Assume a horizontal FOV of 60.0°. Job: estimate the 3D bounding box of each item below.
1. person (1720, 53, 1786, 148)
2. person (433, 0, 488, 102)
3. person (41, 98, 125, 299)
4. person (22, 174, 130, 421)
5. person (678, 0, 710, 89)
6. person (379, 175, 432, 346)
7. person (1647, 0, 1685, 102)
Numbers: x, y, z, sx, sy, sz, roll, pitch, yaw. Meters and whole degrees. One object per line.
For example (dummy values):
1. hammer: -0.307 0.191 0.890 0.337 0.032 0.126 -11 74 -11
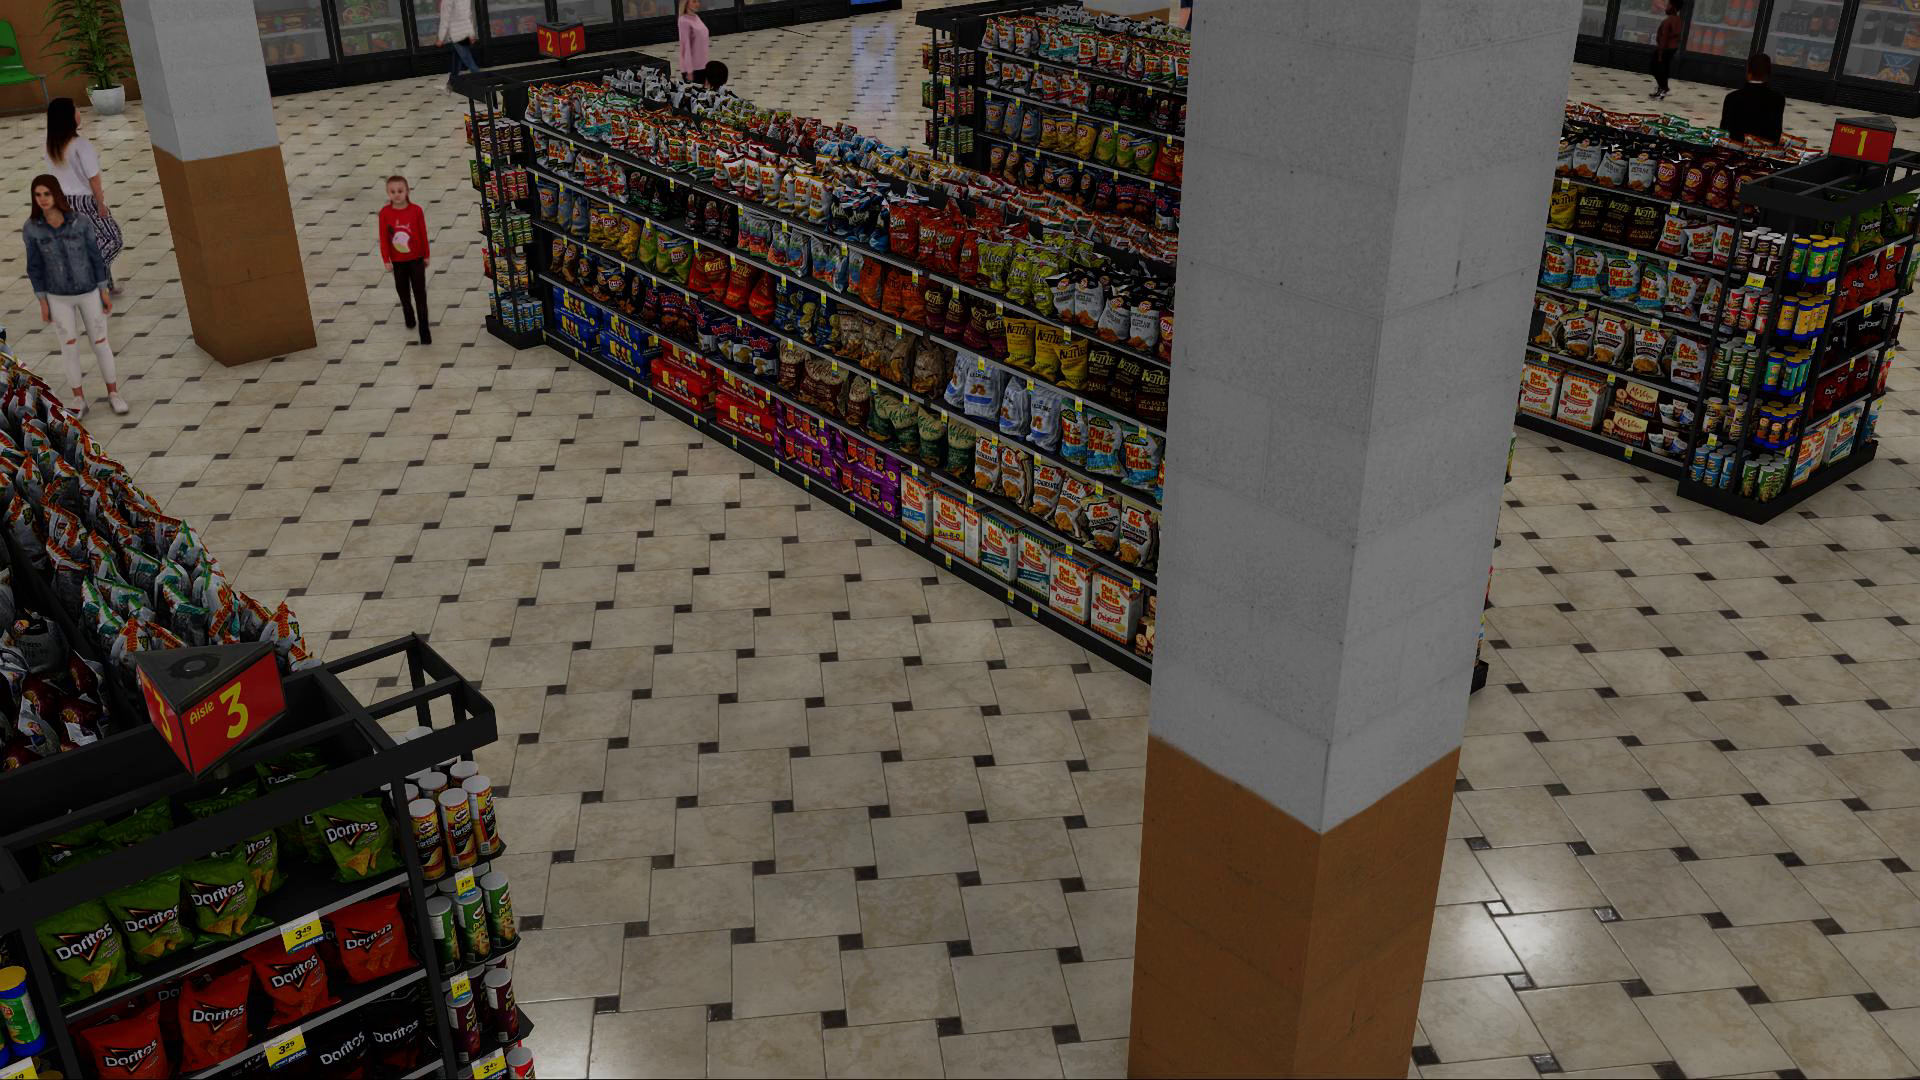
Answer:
1. person: 6.547 -3.115 13.978 0.796 1.904 0.846 1 27 3
2. person: -6.026 -6.141 20.284 1.137 1.597 1.014 6 27 11
3. person: -7.166 -2.709 13.443 0.862 1.665 0.907 11 29 21
4. person: -6.040 -1.660 11.336 0.660 1.700 0.581 -13 30 -25
5. person: -2.940 -5.177 18.285 0.715 1.686 0.687 7 28 14
6. person: -4.281 -2.190 12.864 0.714 1.263 0.971 -9 28 -16
7. person: 8.729 -6.017 20.426 0.537 1.249 0.577 -18 32 -31
